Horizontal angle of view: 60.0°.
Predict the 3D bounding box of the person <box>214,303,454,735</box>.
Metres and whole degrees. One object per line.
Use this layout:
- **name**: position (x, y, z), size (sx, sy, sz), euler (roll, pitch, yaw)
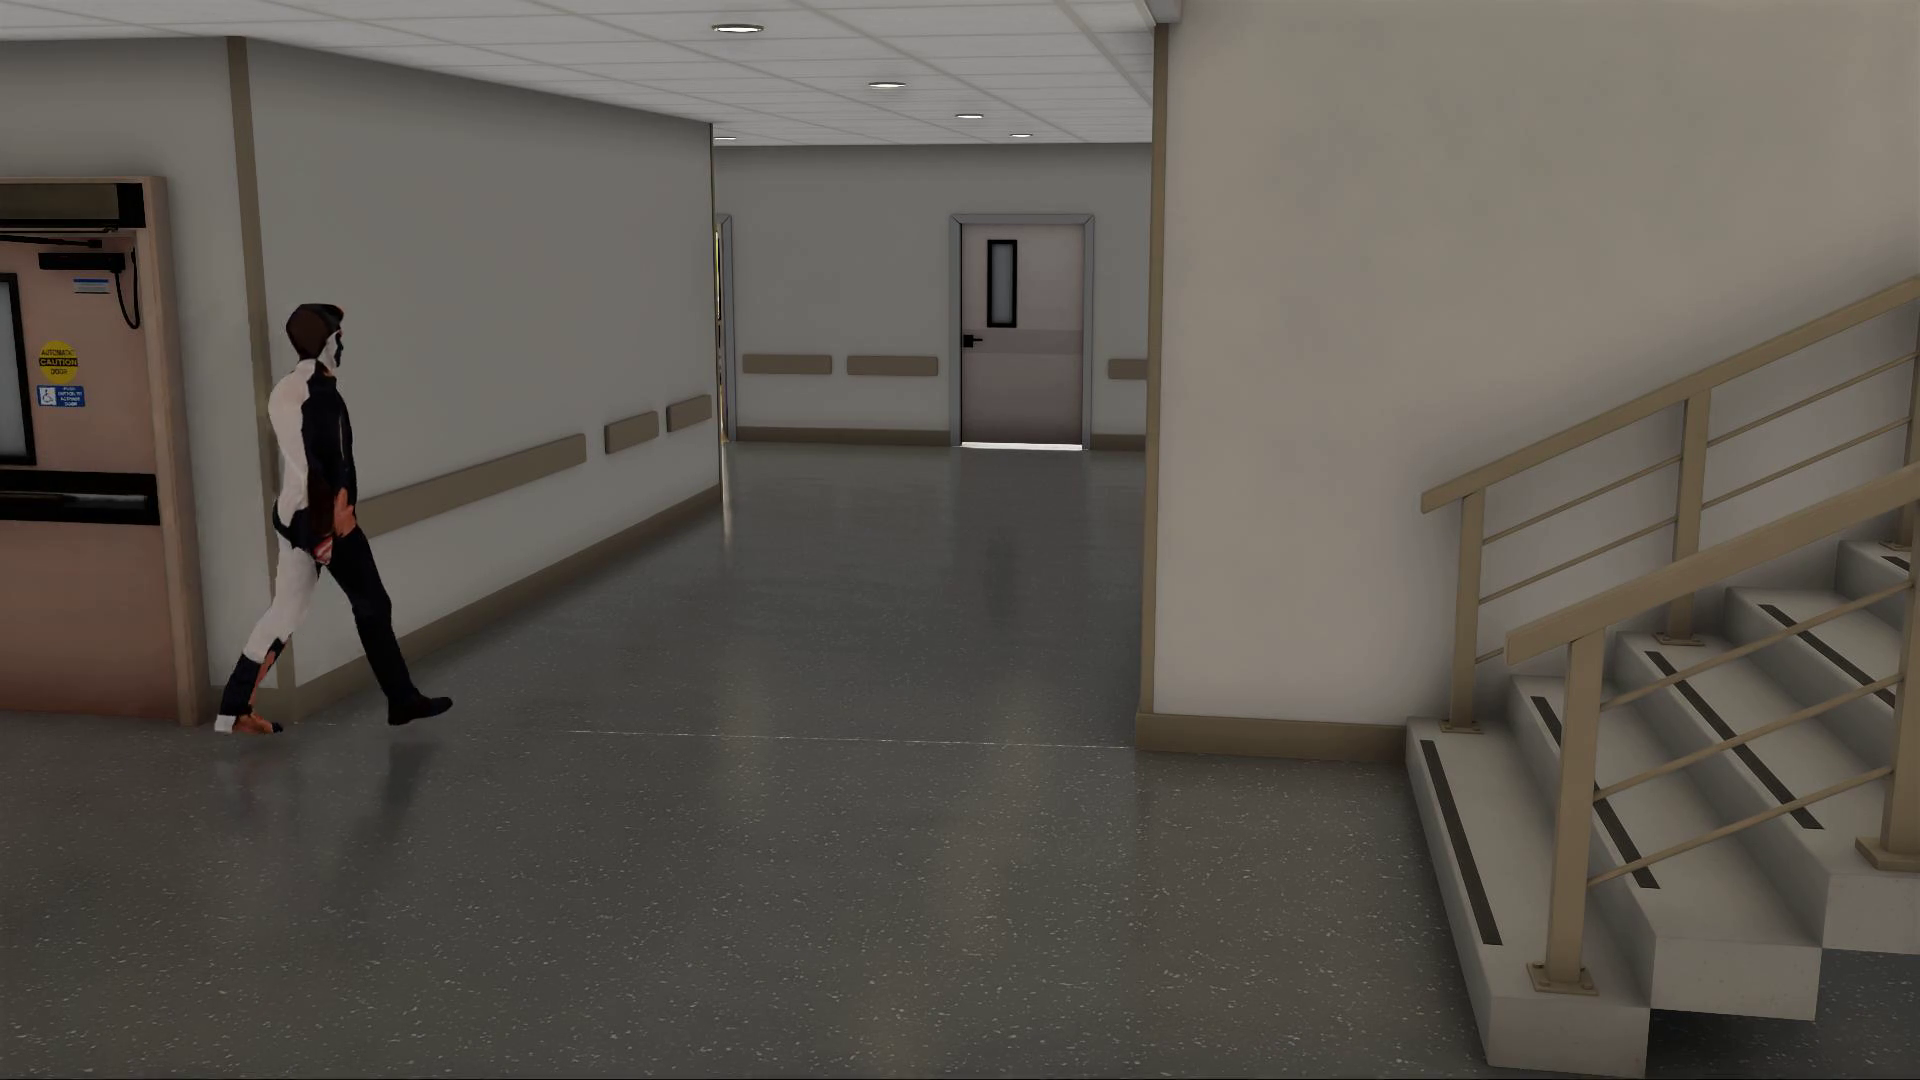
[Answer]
- **person**: position (-2.821, -0.025, 7.041), size (1.241, 1.842, 1.255), euler (-9, 14, -41)
